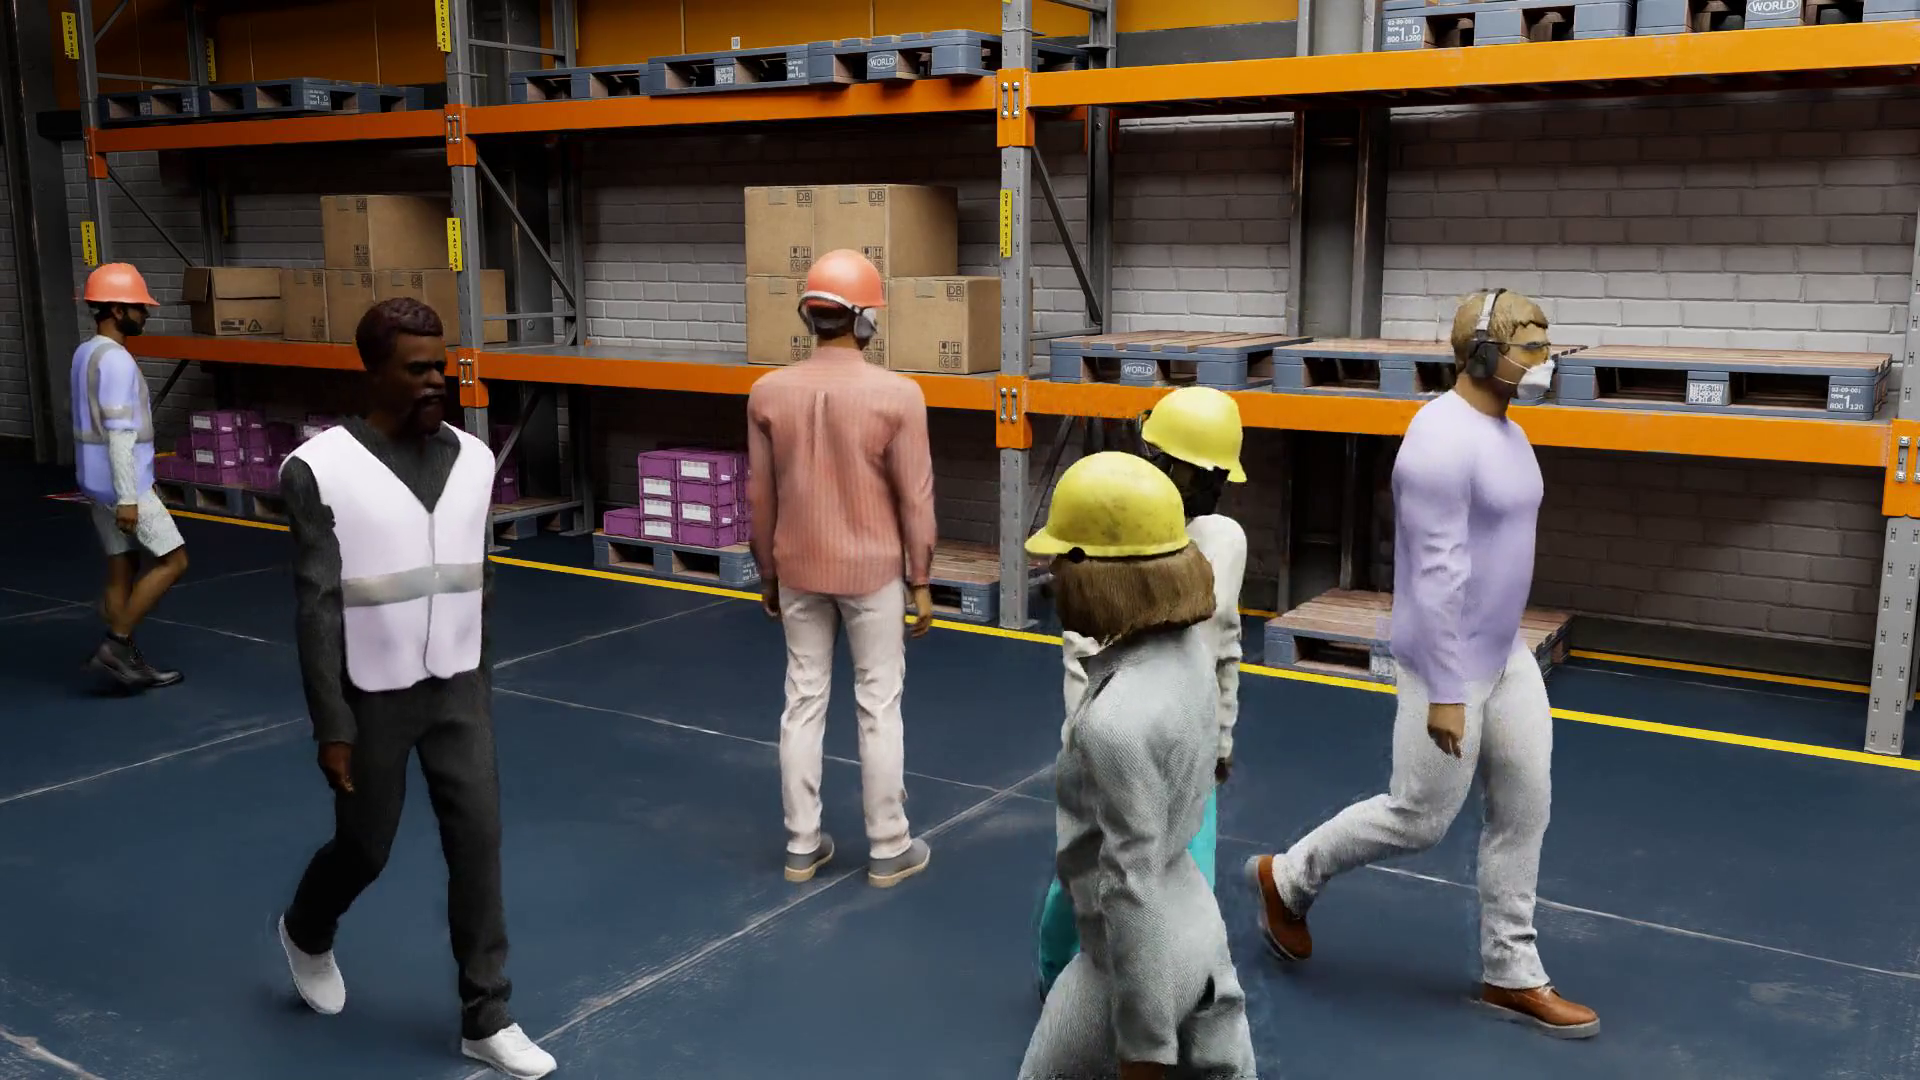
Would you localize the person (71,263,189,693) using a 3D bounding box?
[{"bbox_3d":[-3.687,-0.257,7.381,0.398,1.922,0.567,-9,14,-42],"label":"person"}]

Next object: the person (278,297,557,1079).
[{"bbox_3d":[-1.395,0.349,4.107,0.874,1.895,0.594,8,13,36],"label":"person"}]

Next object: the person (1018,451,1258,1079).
[{"bbox_3d":[0.345,0.698,2.729,0.885,1.703,0.494,4,11,23],"label":"person"}]

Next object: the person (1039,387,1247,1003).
[{"bbox_3d":[0.442,0.483,3.912,0.534,1.703,0.907,-5,11,-25],"label":"person"}]

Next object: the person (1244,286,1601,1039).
[{"bbox_3d":[1.222,0.305,4.294,0.875,1.914,0.633,9,13,39],"label":"person"}]

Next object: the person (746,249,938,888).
[{"bbox_3d":[-0.358,0.097,5.218,0.621,1.992,0.392,3,11,17],"label":"person"}]
